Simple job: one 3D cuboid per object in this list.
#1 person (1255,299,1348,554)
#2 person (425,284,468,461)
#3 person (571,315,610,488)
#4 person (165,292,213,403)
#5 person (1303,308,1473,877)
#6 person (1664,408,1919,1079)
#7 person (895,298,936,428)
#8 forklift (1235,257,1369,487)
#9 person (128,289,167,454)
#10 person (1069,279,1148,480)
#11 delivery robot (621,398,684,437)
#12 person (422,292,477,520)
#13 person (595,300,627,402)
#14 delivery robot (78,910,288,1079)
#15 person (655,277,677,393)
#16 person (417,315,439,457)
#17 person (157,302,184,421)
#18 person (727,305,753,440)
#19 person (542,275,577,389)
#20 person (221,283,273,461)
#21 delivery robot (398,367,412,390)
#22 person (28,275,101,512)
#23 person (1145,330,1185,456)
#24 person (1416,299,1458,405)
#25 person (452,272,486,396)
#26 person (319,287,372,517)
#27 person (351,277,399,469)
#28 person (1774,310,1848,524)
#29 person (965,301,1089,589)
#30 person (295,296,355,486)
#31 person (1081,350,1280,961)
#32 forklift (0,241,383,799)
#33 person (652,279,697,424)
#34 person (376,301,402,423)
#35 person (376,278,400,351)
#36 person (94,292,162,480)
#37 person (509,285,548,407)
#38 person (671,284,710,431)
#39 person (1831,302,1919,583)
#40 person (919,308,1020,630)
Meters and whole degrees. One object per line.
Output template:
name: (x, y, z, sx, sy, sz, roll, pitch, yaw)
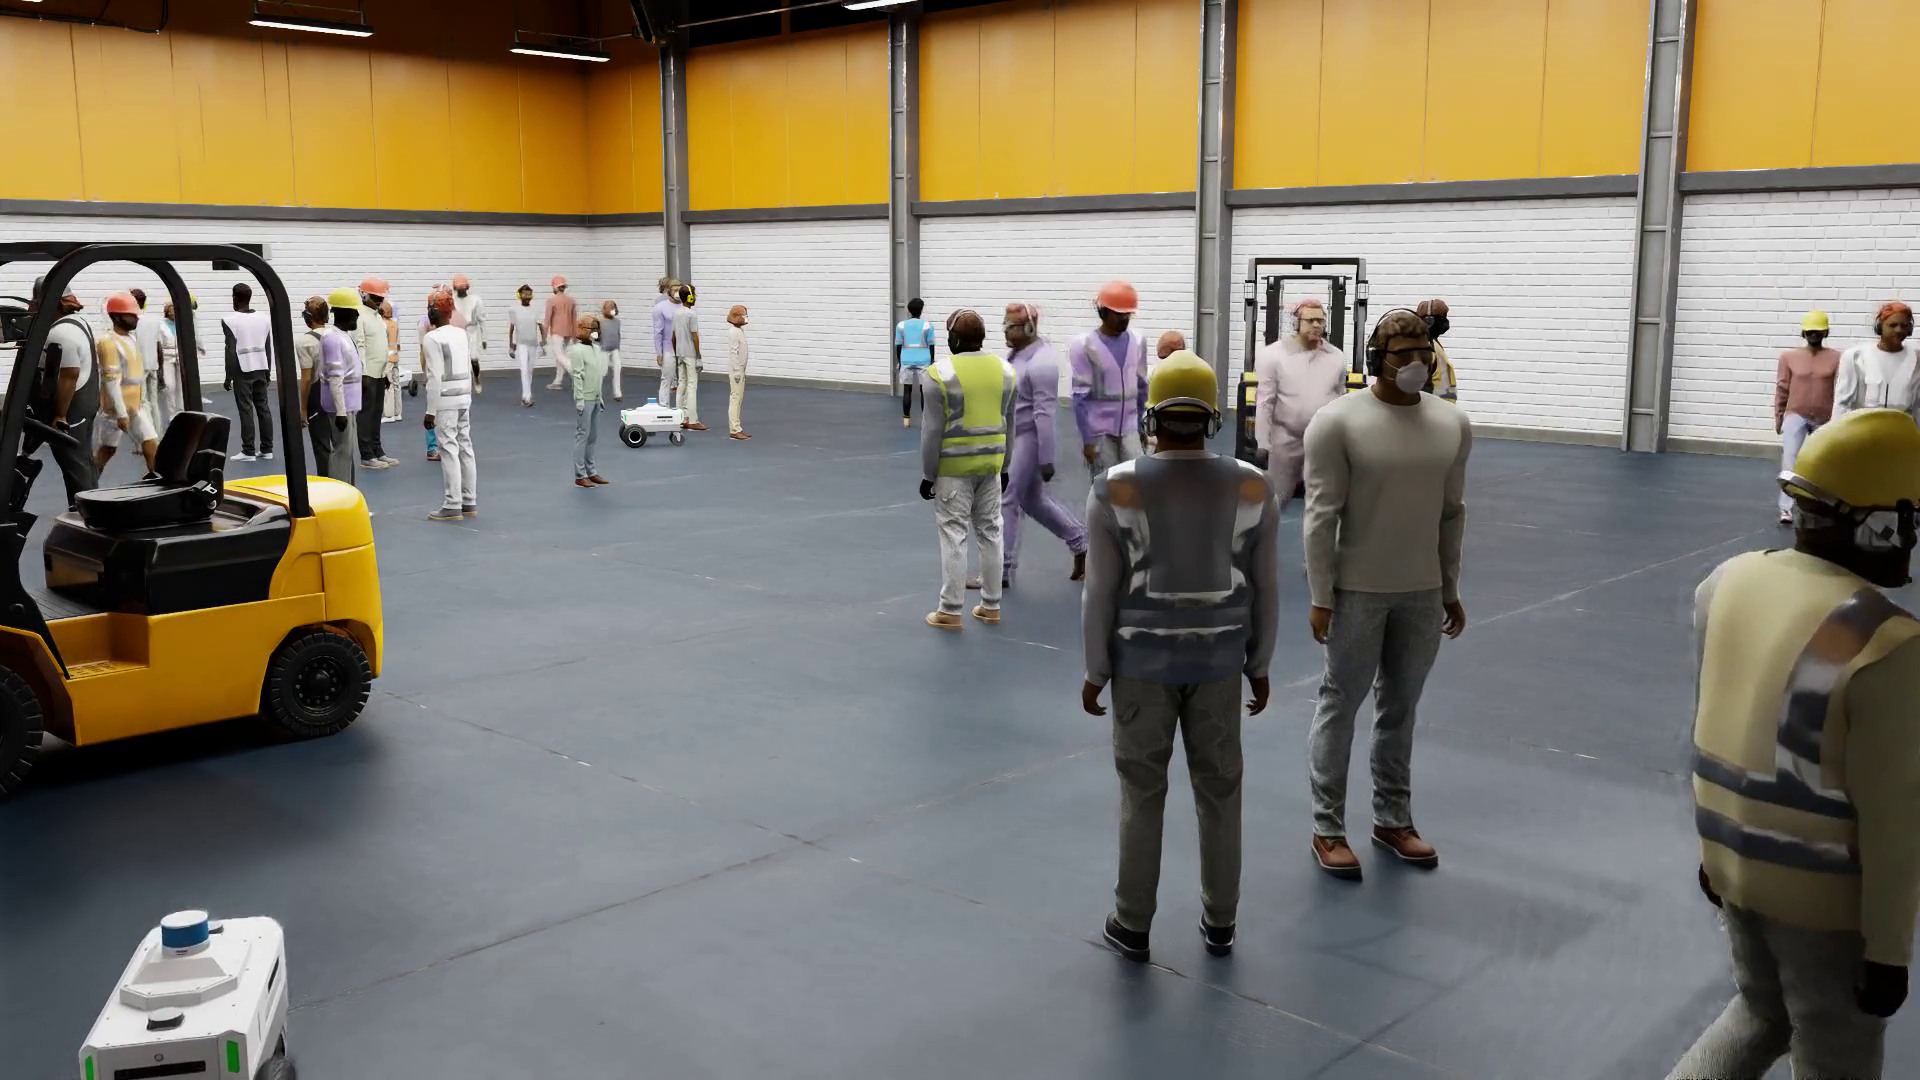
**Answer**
person: (2.285, -0.685, 11.210, 0.647, 1.881, 0.863, -1, 9, -5)
person: (-5.586, -1.813, 18.023, 0.409, 1.913, 0.649, 1, 9, 9)
person: (-3.528, -1.321, 15.854, 0.276, 1.632, 0.507, 2, 9, 12)
person: (-11.978, -2.969, 25.683, 0.744, 1.720, 0.485, 0, 9, 3)
person: (1.468, 0.179, 5.725, 0.629, 1.940, 0.379, -3, 10, -17)
person: (1.609, 0.645, 3.245, 0.515, 1.811, 0.606, -2, 9, -10)
person: (-0.574, -2.306, 21.703, 0.540, 1.695, 0.317, 2, 9, 9)
forklift: (3.309, -1.629, 16.029, 1.214, 2.155, 2.313, 2, 9, 11)
person: (-9.198, -1.876, 18.653, 0.573, 1.848, 0.535, 4, 10, 25)
person: (1.027, -0.731, 11.118, 0.651, 1.998, 0.537, -5, 10, -27)
delivery robot: (-3.597, -1.418, 19.461, 0.707, 0.478, 0.477, -3, 10, -17)
person: (-4.227, -1.099, 13.733, 0.358, 1.882, 0.574, 3, 10, 16)
person: (-5.541, -2.951, 25.955, 0.686, 1.606, 0.503, 7, 12, 37)
delivery robot: (-1.810, 1.118, 3.917, 0.477, 0.478, 0.707, -2, 10, -14)
person: (-4.873, -3.410, 27.732, 0.379, 1.940, 0.629, 4, 10, 22)
person: (-5.733, -1.831, 18.342, 0.373, 1.840, 0.571, 4, 10, 25)
person: (-10.546, -2.384, 22.389, 0.546, 1.615, 0.589, -8, 12, -40)
person: (-2.691, -2.041, 20.270, 0.281, 1.634, 0.498, 0, 9, 1)
person: (-6.766, -3.532, 28.416, 0.877, 1.970, 0.623, 6, 11, 32)
person: (-7.693, -1.811, 17.992, 0.392, 1.919, 0.591, 4, 10, 25)
delivery robot: (-9.117, -2.615, 26.804, 0.477, 0.478, 0.707, 1, 9, 5)
person: (-6.831, -0.998, 12.629, 0.537, 2.000, 0.680, -3, 10, -18)
person: (1.510, -0.705, 12.097, 0.530, 1.628, 0.346, 0, 9, -3)
person: (3.578, -0.915, 12.729, 0.429, 1.845, 0.621, 3, 10, 15)
person: (-7.767, -3.189, 26.112, 0.620, 2.023, 0.631, -2, 9, -13)
person: (-5.018, -1.100, 13.608, 0.386, 1.922, 0.594, -2, 9, -12)
person: (-6.110, -1.737, 17.329, 0.392, 1.986, 0.610, 0, 9, 2)
person: (6.849, -0.966, 13.384, 0.527, 1.737, 0.817, 4, 10, 22)
person: (0.484, -0.612, 10.795, 0.890, 1.870, 0.645, -2, 9, -12)
person: (-5.355, -1.124, 13.998, 0.351, 1.846, 0.506, 5, 11, 28)
person: (0.650, 0.352, 4.989, 0.600, 1.832, 0.404, -1, 9, -6)
forklift: (-3.706, -0.171, 7.093, 1.214, 2.155, 2.313, 9, 13, 43)
person: (-3.740, -2.463, 21.927, 0.627, 1.940, 0.375, -7, 11, -35)
person: (-7.724, -2.396, 22.429, 0.307, 1.641, 0.513, 1, 9, 7)
person: (-9.026, -3.110, 25.924, 0.559, 1.918, 0.417, -3, 10, -19)
person: (-7.012, -1.136, 13.976, 1.015, 1.881, 0.561, 0, 9, 0)
person: (-6.454, -2.898, 24.926, 0.510, 1.823, 0.934, -5, 11, -29)
person: (-3.487, -2.339, 21.372, 0.519, 1.874, 0.326, 9, 13, 42)
person: (6.095, -0.635, 11.014, 0.599, 1.845, 0.926, 3, 10, 19)
person: (0.030, -0.403, 9.588, 0.627, 1.847, 0.429, -6, 11, -32)
